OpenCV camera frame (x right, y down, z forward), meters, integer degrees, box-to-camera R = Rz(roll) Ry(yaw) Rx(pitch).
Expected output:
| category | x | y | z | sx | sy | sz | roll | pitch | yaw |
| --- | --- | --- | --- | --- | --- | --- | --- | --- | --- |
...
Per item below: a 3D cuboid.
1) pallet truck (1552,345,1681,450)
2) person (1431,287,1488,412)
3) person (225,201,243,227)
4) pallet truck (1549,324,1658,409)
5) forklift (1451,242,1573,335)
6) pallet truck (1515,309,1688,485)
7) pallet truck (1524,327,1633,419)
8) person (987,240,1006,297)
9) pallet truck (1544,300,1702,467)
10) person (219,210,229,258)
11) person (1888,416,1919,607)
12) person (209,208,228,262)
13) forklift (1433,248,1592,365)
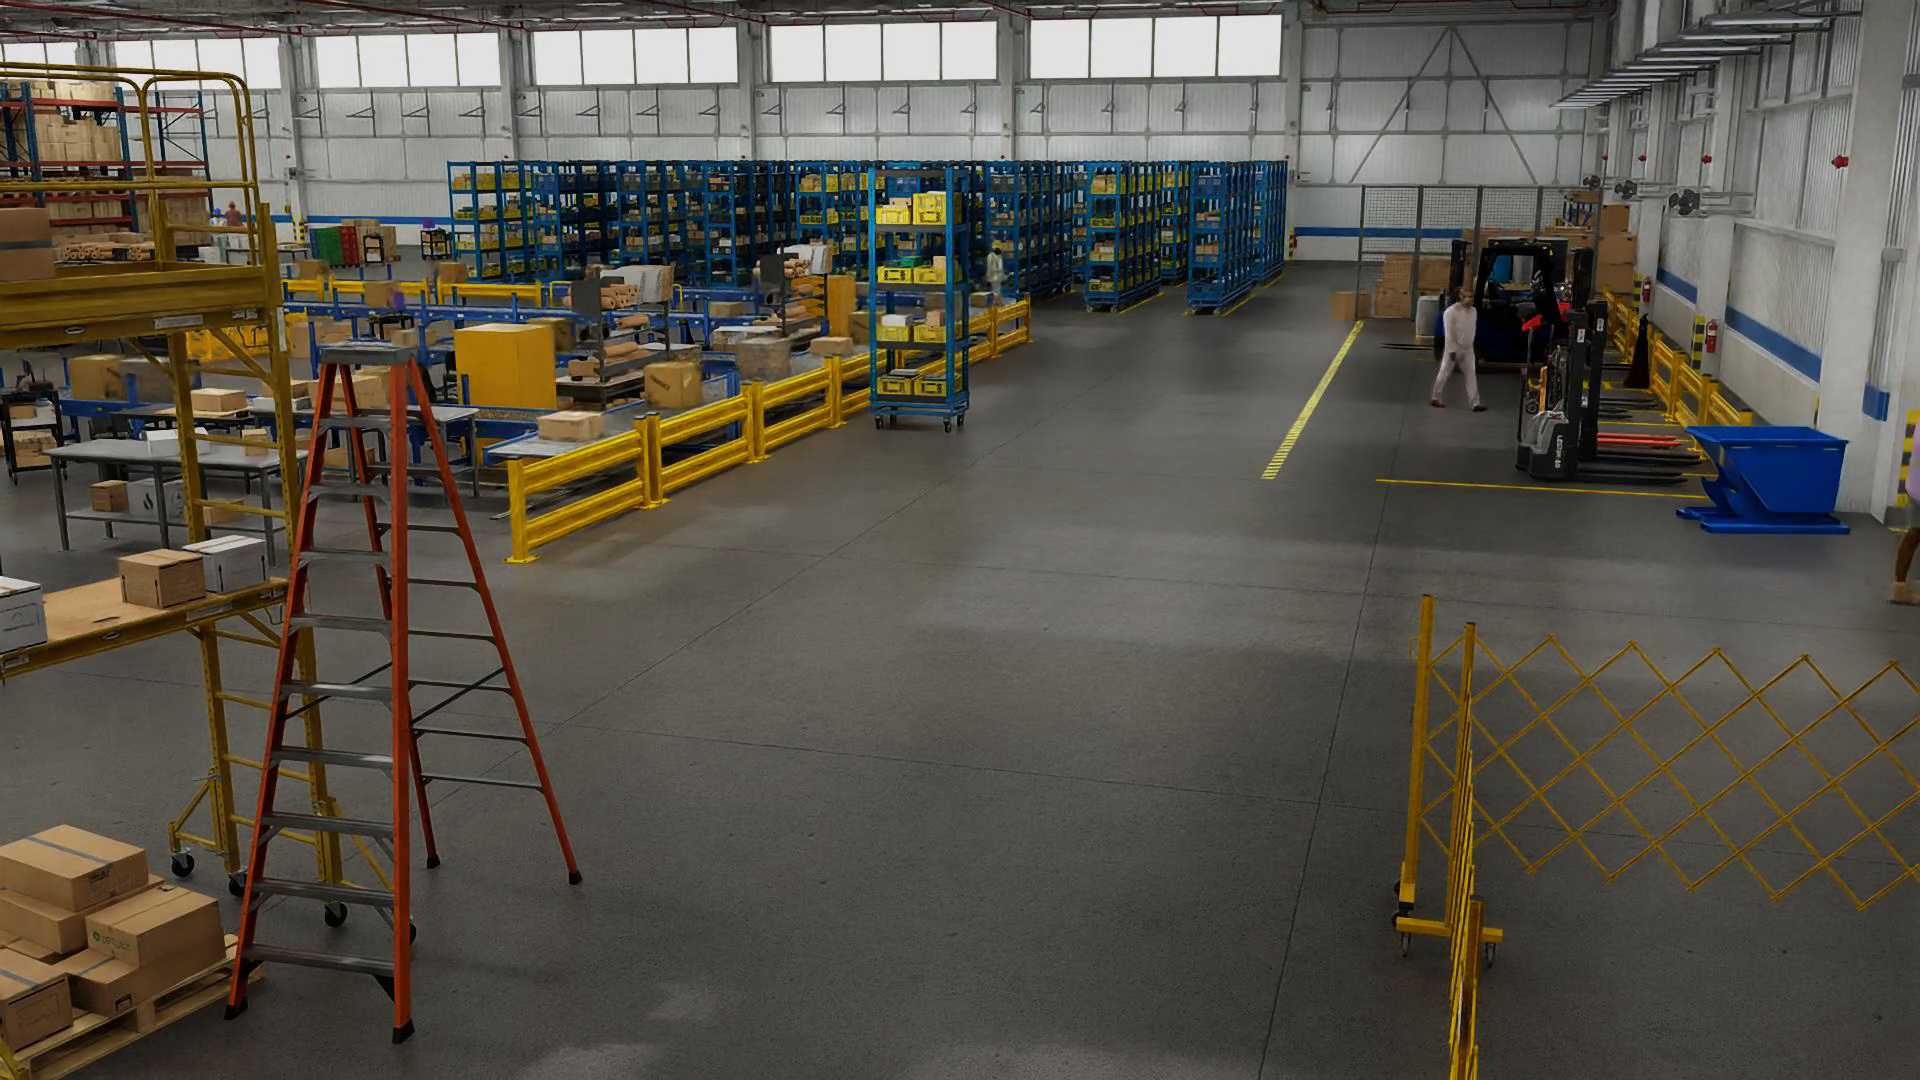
| category | x | y | z | sx | sy | sz | roll | pitch | yaw |
| --- | --- | --- | --- | --- | --- | --- | --- | --- | --- |
| pallet truck | 8.641 | -1.896 | 21.908 | 1.630 | 1.274 | 0.653 | 4 | 14 | 16 |
| person | 7.467 | -2.845 | 24.820 | 0.642 | 1.851 | 1.040 | -6 | 14 | -23 |
| person | -28.920 | -12.500 | 66.234 | 0.630 | 1.978 | 0.430 | -7 | 15 | -29 |
| pallet truck | 9.824 | -2.669 | 25.407 | 1.601 | 1.201 | 0.680 | 4 | 14 | 16 |
| forklift | 10.464 | -4.597 | 31.405 | 2.680 | 1.987 | 1.157 | 4 | 14 | 16 |
| pallet truck | 7.554 | -1.677 | 19.446 | 1.885 | 1.965 | 0.823 | 3 | 13 | 14 |
| pallet truck | 9.065 | -2.460 | 24.370 | 1.522 | 1.261 | 0.704 | 3 | 13 | 14 |
| person | 0.906 | -6.148 | 39.170 | 0.543 | 1.814 | 0.596 | 6 | 14 | 23 |
| pallet truck | 8.263 | -1.952 | 20.631 | 1.885 | 1.965 | 0.823 | 5 | 14 | 20 |
| person | -27.431 | -11.372 | 61.837 | 0.549 | 1.751 | 0.392 | 3 | 13 | 14 |
| person | 8.207 | -0.403 | 13.877 | 0.651 | 2.023 | 0.625 | 3 | 13 | 14 |
| person | -26.030 | -10.680 | 58.452 | 0.602 | 1.943 | 0.394 | -5 | 14 | -22 |
| forklift | 9.780 | -4.111 | 29.280 | 2.680 | 1.987 | 1.157 | 3 | 13 | 14 |
